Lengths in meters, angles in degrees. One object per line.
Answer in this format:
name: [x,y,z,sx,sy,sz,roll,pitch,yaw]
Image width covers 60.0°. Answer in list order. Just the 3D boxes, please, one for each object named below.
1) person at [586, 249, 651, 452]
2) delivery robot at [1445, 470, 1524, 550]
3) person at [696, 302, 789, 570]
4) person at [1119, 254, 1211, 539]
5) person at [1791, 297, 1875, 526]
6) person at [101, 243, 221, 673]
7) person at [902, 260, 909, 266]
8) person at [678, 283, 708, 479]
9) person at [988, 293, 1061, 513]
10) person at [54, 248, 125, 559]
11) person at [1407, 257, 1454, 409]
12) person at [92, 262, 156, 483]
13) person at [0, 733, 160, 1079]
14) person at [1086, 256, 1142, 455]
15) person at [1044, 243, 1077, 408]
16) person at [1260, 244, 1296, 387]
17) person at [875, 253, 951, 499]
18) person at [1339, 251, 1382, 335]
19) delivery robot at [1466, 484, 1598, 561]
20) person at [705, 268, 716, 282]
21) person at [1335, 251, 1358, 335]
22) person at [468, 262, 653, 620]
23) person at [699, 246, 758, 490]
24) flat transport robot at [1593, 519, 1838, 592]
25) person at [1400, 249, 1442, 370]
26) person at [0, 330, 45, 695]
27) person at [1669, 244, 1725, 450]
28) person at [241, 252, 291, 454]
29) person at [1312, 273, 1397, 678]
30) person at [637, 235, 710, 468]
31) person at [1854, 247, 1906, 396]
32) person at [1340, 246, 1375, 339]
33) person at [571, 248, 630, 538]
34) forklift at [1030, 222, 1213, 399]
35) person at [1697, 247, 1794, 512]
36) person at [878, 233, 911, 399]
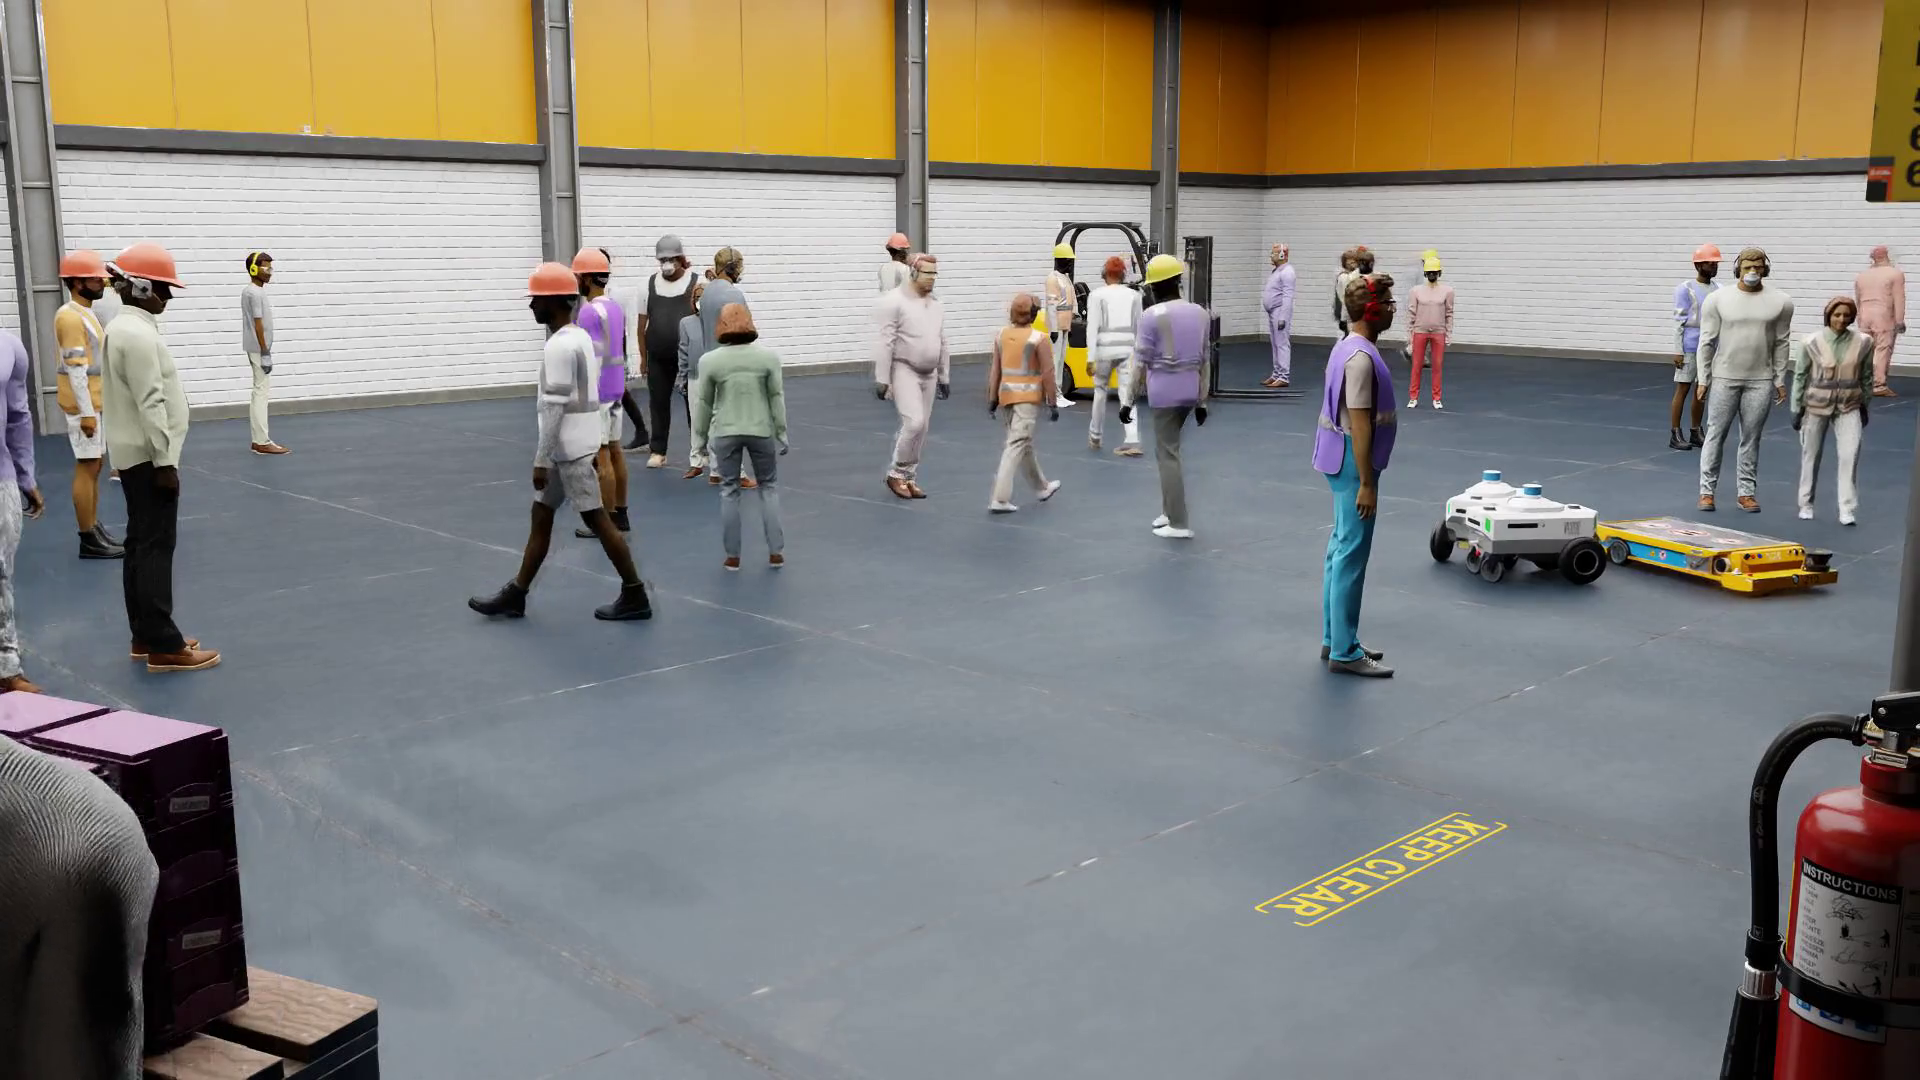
person: [-3.268,-1.700,15.221,1.026,1.899,0.663,-6,12,-29]
delivery robot: [3.312,-0.191,10.384,0.477,0.478,0.707,8,13,36]
person: [-1.314,-0.619,10.050,0.542,1.624,0.339,-1,10,-7]
person: [1.359,-0.958,11.181,0.582,1.893,0.639,-9,14,-40]
person: [6.083,-0.887,11.603,0.525,1.592,0.779,3,11,16]
person: [-3.765,-0.381,7.771,0.393,1.986,0.611,-8,13,-36]
person: [-0.741,-2.883,22.255,0.569,1.697,0.417,5,12,27]
person: [-2.105,-1.316,13.833,0.500,1.633,0.279,2,11,11]
person: [0.504,-1.015,12.273,0.540,1.589,0.873,10,15,44]
person: [-5.457,-0.851,10.464,0.368,1.939,0.542,-4,11,-19]
person: [5.497,-2.416,19.468,0.533,1.768,0.310,2,11,13]
person: [-6.874,-1.398,13.789,0.503,1.821,1.001,1,10,3]
person: [-1.014,0.821,1.606,0.539,1.837,0.708,5,11,23]
person: [1.429,-1.713,15.487,0.642,1.823,1.007,-3,11,-17]
person: [1.192,-2.534,19.666,0.371,1.929,0.585,4,11,21]
person: [4.251,-2.996,22.248,0.407,1.909,0.639,0,10,-2]
person: [-0.327,-1.247,12.765,0.481,1.881,0.662,9,14,41]
person: [5.437,-2.963,22.320,0.843,1.818,0.623,-8,13,-36]
delivery robot: [3.363,-0.085,9.805,0.707,0.478,0.477,-1,11,-5]
person: [-2.909,-2.426,19.867,0.513,1.641,0.307,7,12,33]
person: [5.452,-3.125,23.237,0.426,1.804,0.604,2,11,13]
person: [-2.084,-0.493,8.666,0.980,1.884,0.561,-1,10,-5]
person: [-1.848,-1.364,13.269,0.373,1.937,0.629,-7,12,-33]
flat transport robot: [4.456,0.062,10.034,0.652,0.197,1.431,-4,11,-22]
person: [6.943,-3.452,24.979,0.526,1.815,0.602,1,10,3]
person: [-4.219,-0.226,7.057,0.376,1.940,0.627,7,13,34]
person: [6.996,-1.819,15.732,0.546,1.942,0.353,-4,11,-19]
person: [-6.484,-1.729,15.459,0.331,1.865,0.519,-6,12,-28]
person: [1.832,-0.302,7.712,0.389,1.850,0.564,1,10,7]
person: [-2.469,-1.635,14.461,0.690,2.000,0.540,0,10,2]
person: [11.614,-2.753,21.030,0.431,1.880,0.718,-4,11,-21]
person: [5.873,-3.445,24.893,0.756,1.857,0.348,-1,10,-7]
person: [-2.438,-0.980,11.168,0.360,1.935,0.553,2,11,9]
forklift: [1.935,-2.847,20.651,2.313,2.155,1.214,2,11,13]
person: [5.724,-1.166,12.180,0.633,1.938,0.356,2,11,12]
person: [-0.750,-2.730,20.414,0.365,2.048,0.608,-9,14,-40]
